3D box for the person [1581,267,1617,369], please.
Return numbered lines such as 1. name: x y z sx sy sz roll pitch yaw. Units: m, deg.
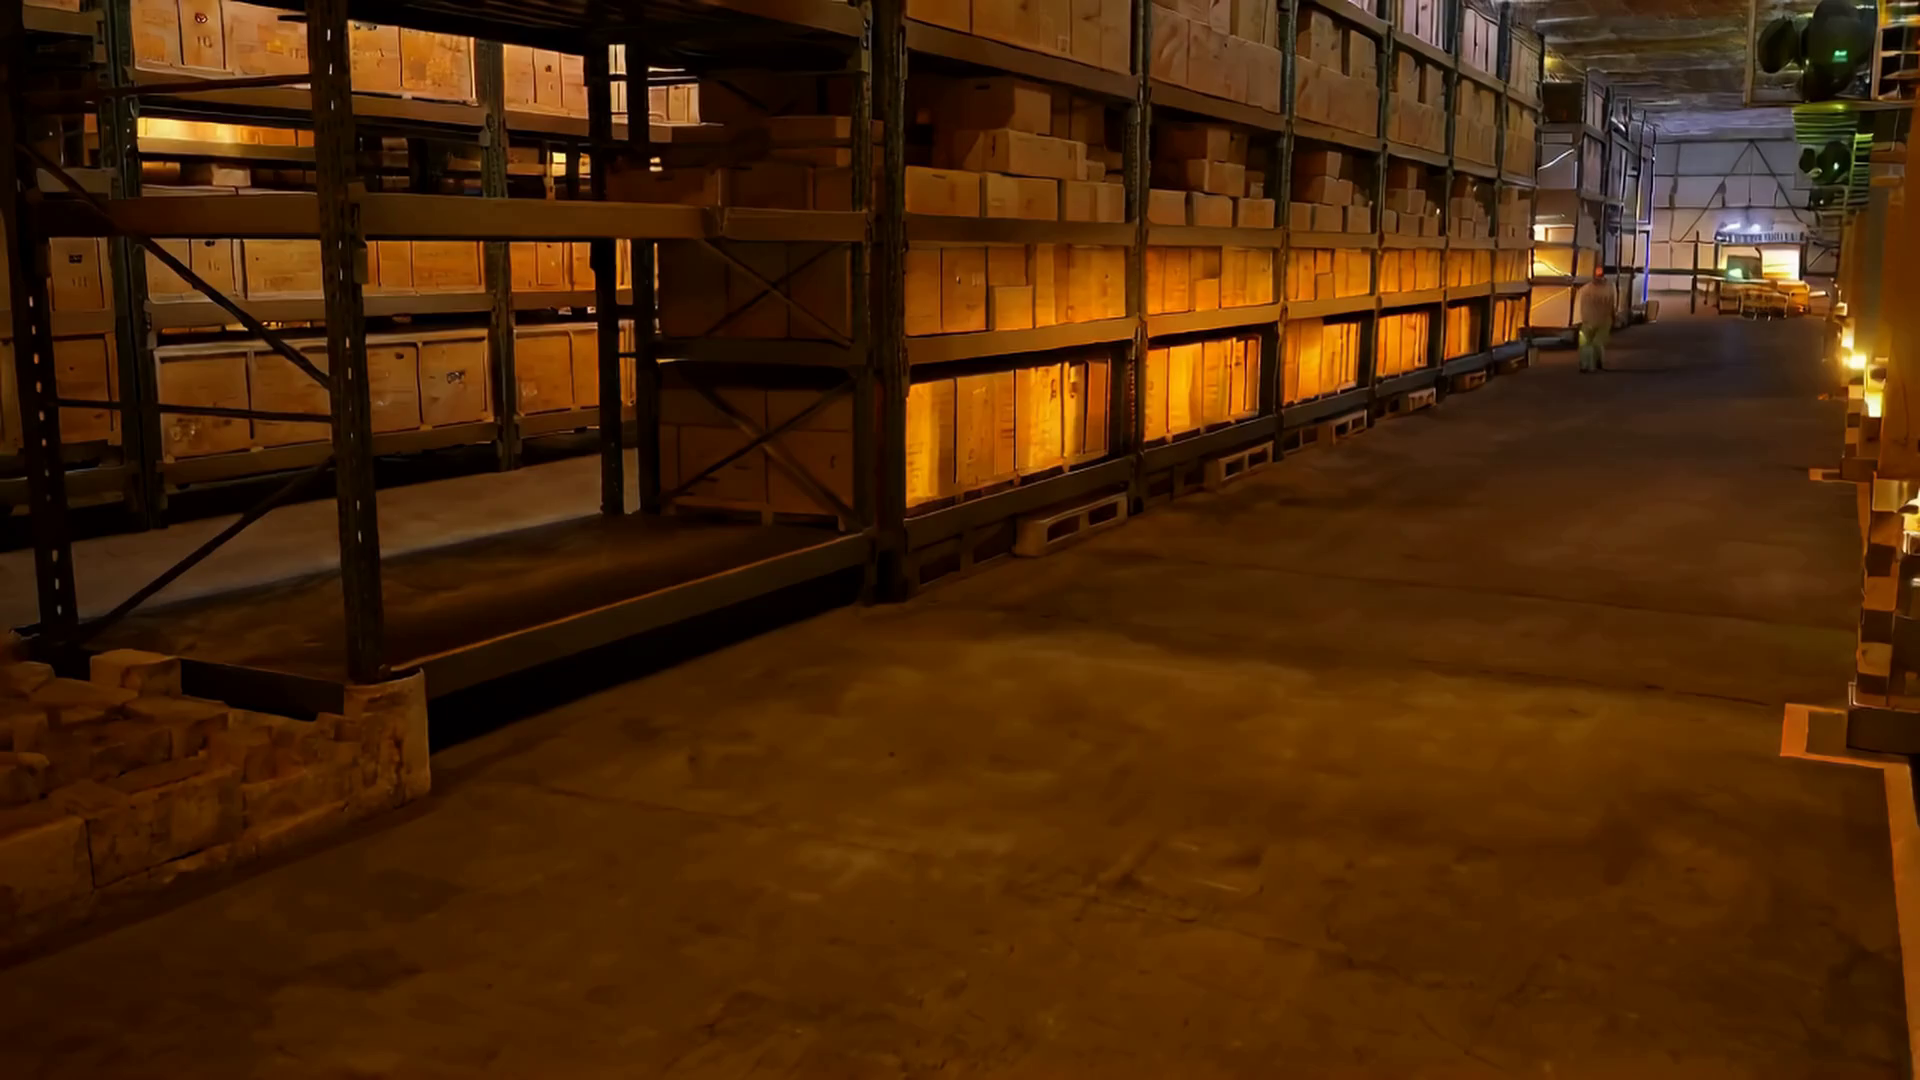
1. person: 12.019 -4.168 31.305 0.643 1.905 0.399 1 10 7
